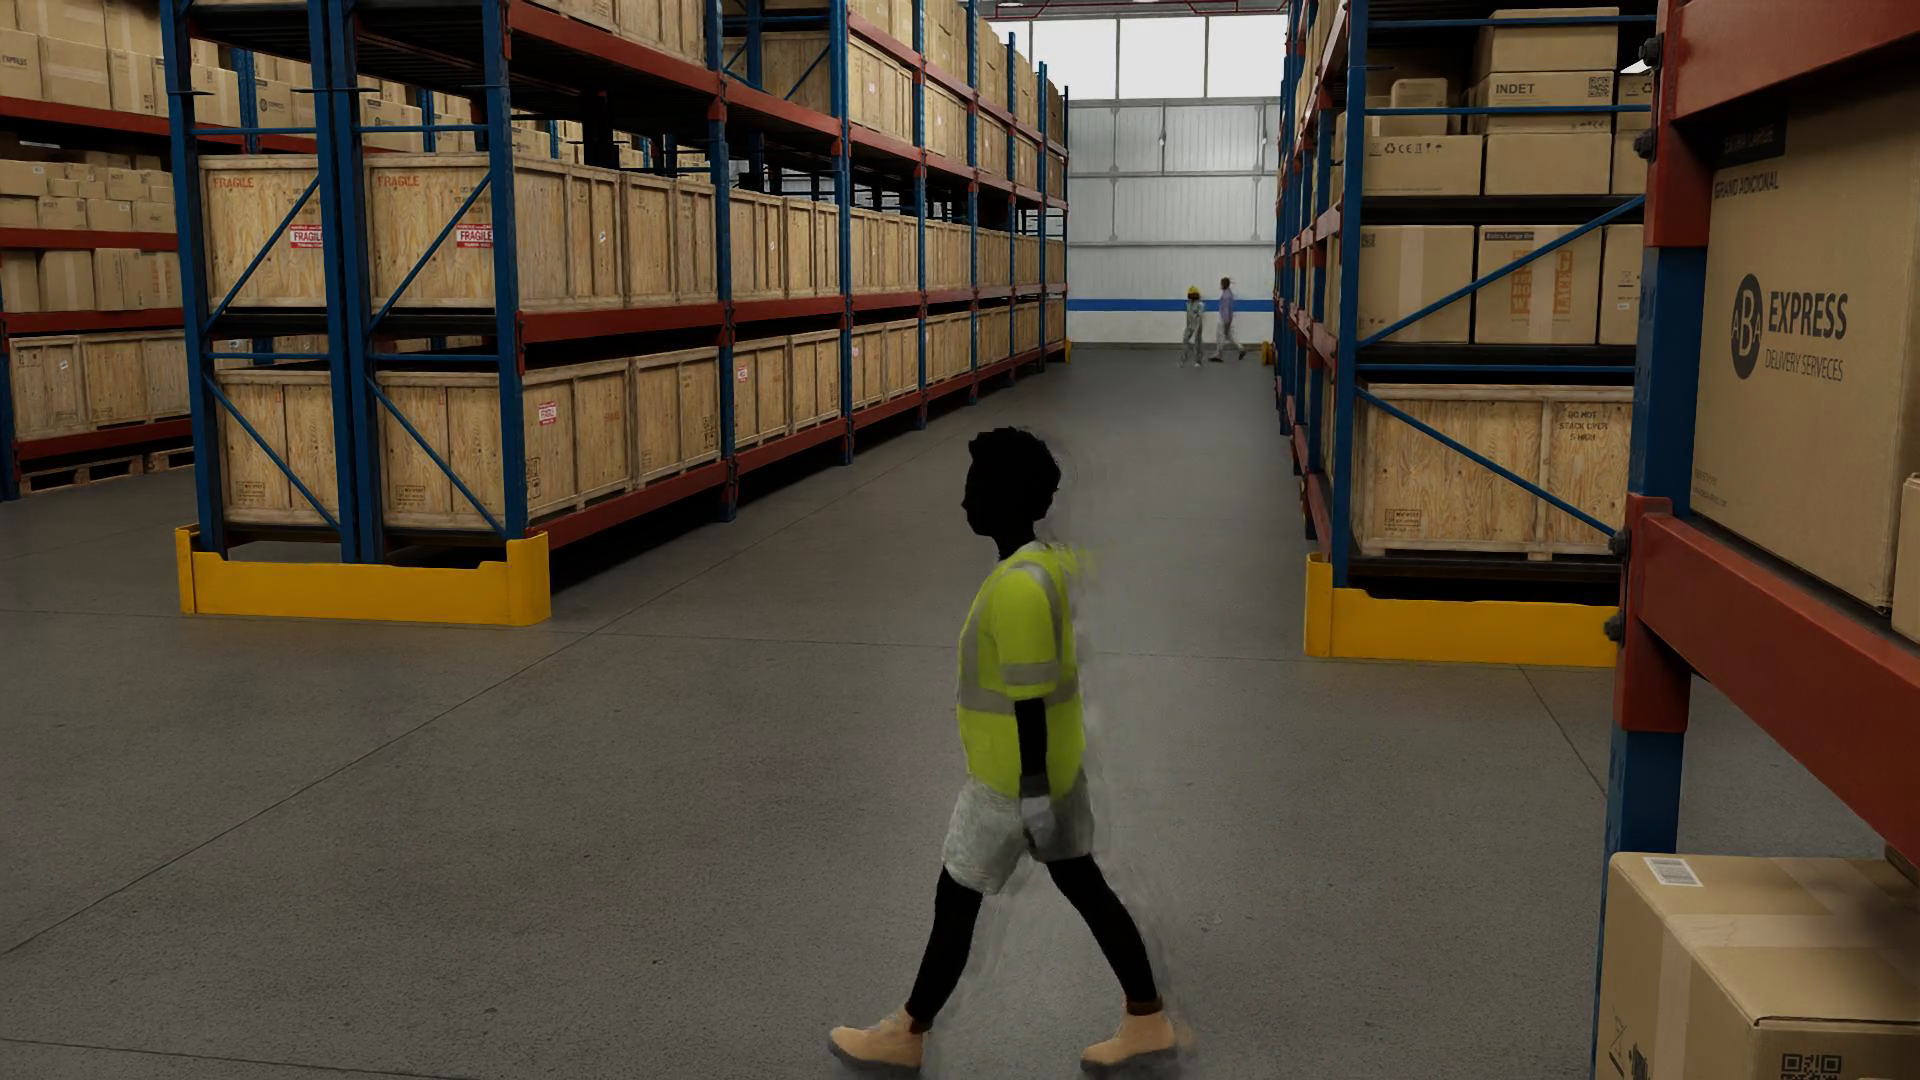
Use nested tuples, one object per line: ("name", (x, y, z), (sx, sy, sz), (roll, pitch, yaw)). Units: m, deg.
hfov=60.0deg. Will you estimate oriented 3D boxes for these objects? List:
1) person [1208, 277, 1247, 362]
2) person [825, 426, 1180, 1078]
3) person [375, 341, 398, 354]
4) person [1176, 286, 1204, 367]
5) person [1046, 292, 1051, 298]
("person", (6.034, -4.960, 37.424), (0.791, 1.919, 0.635), (2, 9, 14))
("person", (0.139, 0.543, 4.113), (0.899, 1.648, 0.542), (1, 9, 8))
("person", (-6.061, -1.639, 16.991), (0.655, 1.876, 0.921), (0, 9, 1))
("person", (4.920, -4.521, 35.359), (0.743, 1.717, 0.494), (-9, 13, -44))
("person", (2.229, -5.521, 41.527), (0.804, 1.725, 0.574), (1, 9, 9))
